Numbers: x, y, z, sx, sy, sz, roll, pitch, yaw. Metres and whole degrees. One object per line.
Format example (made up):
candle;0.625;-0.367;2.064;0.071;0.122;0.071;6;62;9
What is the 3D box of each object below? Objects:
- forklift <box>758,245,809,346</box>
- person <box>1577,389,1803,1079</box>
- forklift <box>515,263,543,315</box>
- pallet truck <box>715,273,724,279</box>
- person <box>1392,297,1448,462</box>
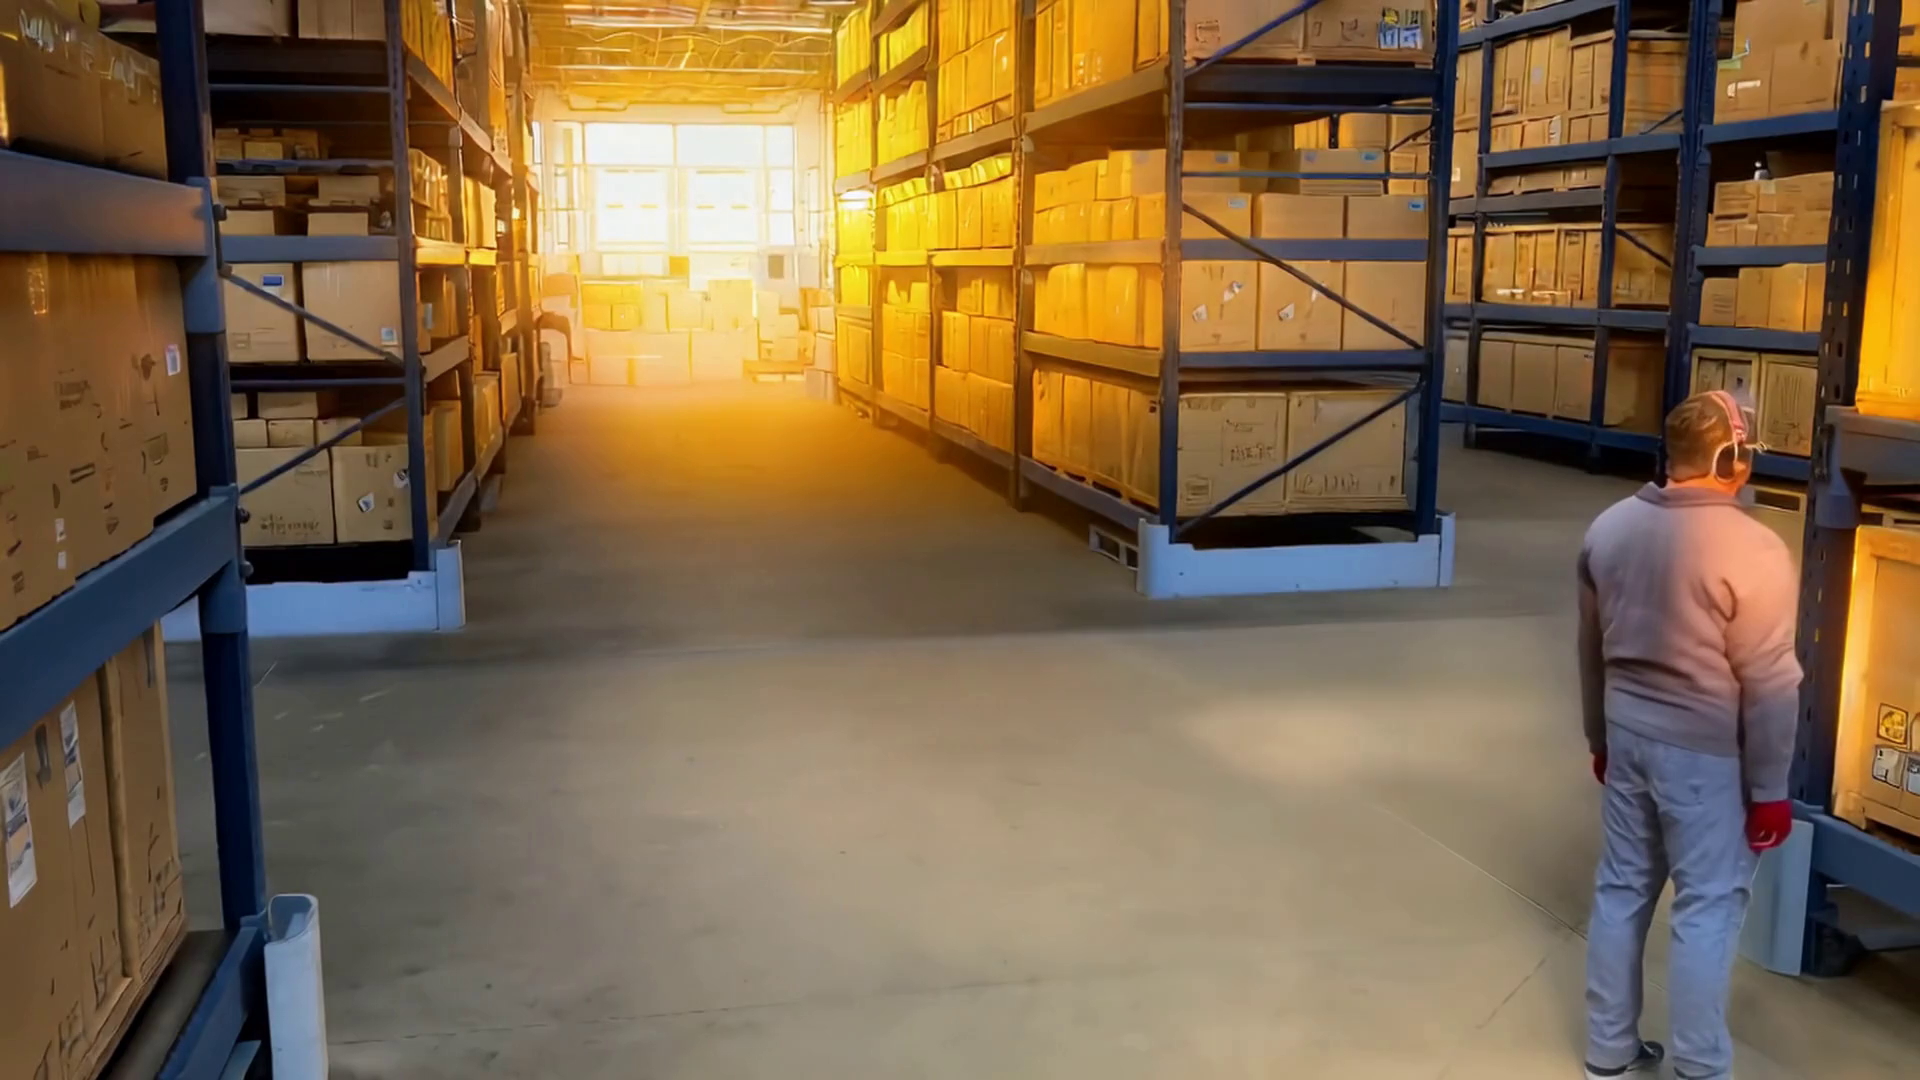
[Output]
forklift;-5.014;-6.667;45.464;1.129;2.768;1.873;4;10;21
person;1.913;0.563;4.352;0.407;1.910;0.638;-4;10;-25
forklift;-14.713;-8.414;56.111;1.873;2.768;1.129;7;12;38
pallet truck;-8.580;-8.986;62.280;1.885;1.965;0.823;1;9;5
person;5.224;-1.848;19.090;0.673;1.883;0.703;-1;9;-3
